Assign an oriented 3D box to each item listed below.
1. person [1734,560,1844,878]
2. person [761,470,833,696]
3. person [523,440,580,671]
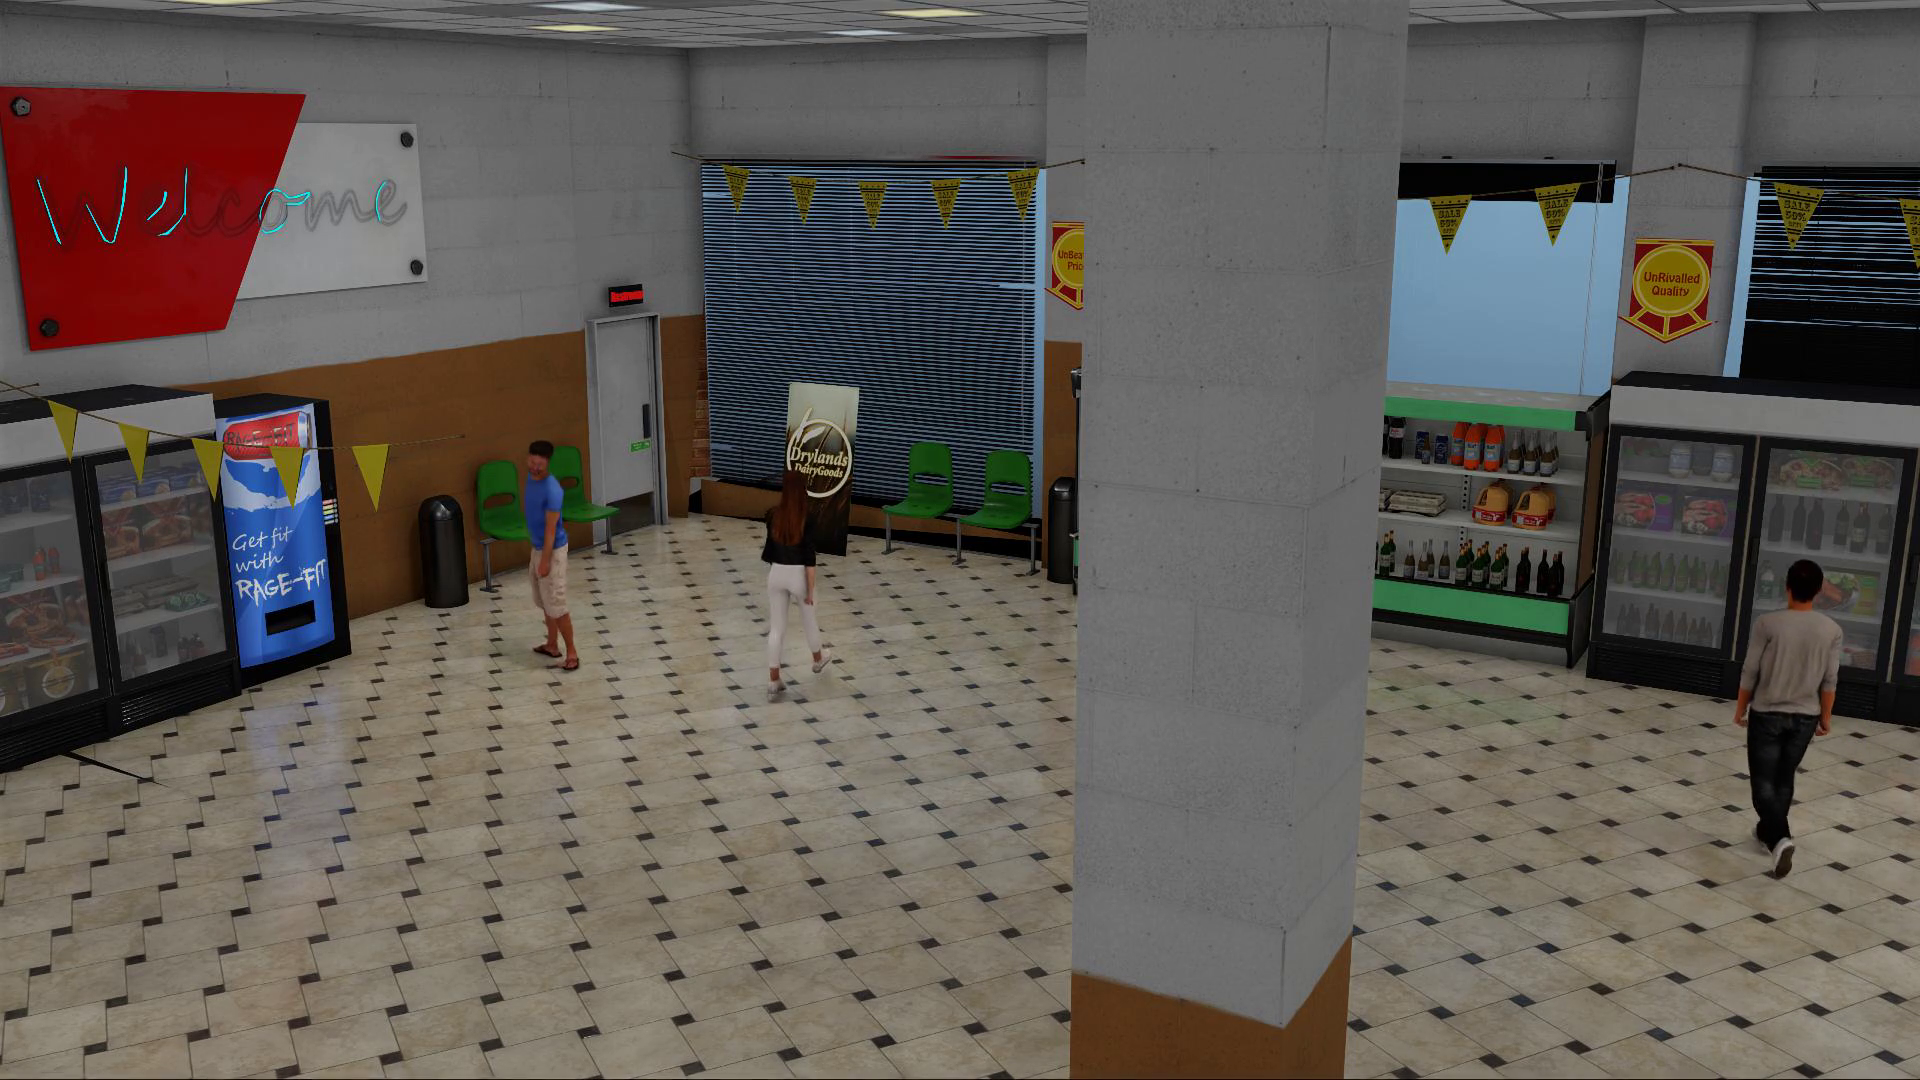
[{"bbox_3d":[4.676,1.022,9.388,1.075,1.789,0.927,3,14,12],"label":"person"},{"bbox_3d":[-1.305,0.346,12.452,1.115,1.660,0.860,4,14,14],"label":"person"},{"bbox_3d":[-3.278,0.074,13.212,0.987,1.831,0.760,-4,14,-18],"label":"person"}]
